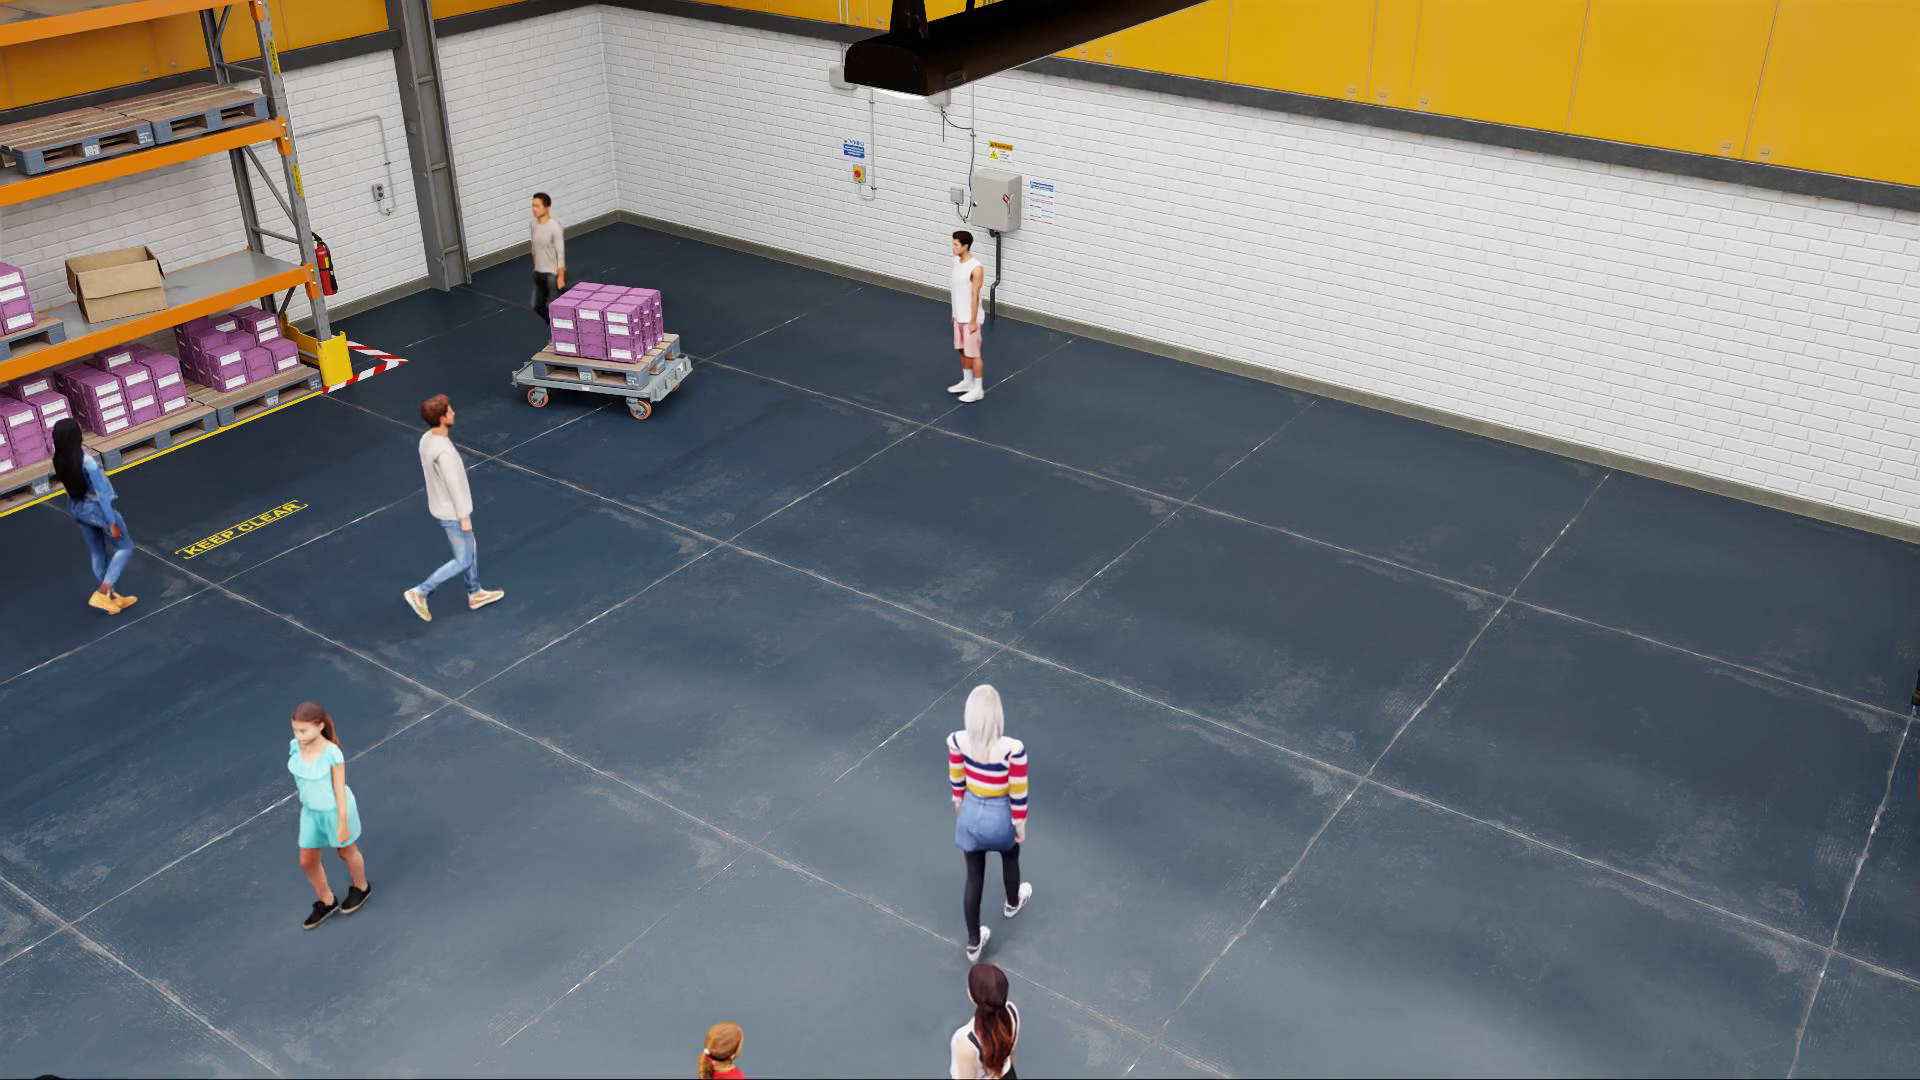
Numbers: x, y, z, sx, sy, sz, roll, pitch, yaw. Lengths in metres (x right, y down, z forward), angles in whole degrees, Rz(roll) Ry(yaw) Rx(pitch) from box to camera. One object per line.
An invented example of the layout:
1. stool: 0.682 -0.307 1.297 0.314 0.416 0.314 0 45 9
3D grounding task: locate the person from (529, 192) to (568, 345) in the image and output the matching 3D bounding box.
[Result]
1. person: -4.396 -2.930 18.099 0.682 1.802 0.614 18 33 29

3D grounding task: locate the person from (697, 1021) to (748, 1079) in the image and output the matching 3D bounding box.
1. person: -1.167 2.856 8.021 0.503 1.295 0.706 21 35 33

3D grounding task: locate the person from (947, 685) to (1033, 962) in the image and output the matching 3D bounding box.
1. person: 0.123 1.682 9.666 0.793 1.782 0.993 11 30 19

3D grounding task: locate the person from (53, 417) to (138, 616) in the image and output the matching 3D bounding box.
1. person: -6.873 -0.133 13.074 0.695 1.704 0.746 12 31 21

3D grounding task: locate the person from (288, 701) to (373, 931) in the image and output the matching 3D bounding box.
1. person: -3.773 1.593 10.075 0.643 1.546 0.751 12 31 20

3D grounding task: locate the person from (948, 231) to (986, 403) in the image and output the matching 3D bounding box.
1. person: 0.097 -2.297 16.962 0.723 1.780 0.728 -15 32 -25

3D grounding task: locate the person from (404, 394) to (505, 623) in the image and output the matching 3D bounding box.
1. person: -4.053 -0.209 13.026 1.141 1.884 0.951 -15 32 -26

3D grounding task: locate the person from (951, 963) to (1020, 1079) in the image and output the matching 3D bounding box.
1. person: 0.131 2.691 7.954 0.618 1.649 0.457 21 35 34
